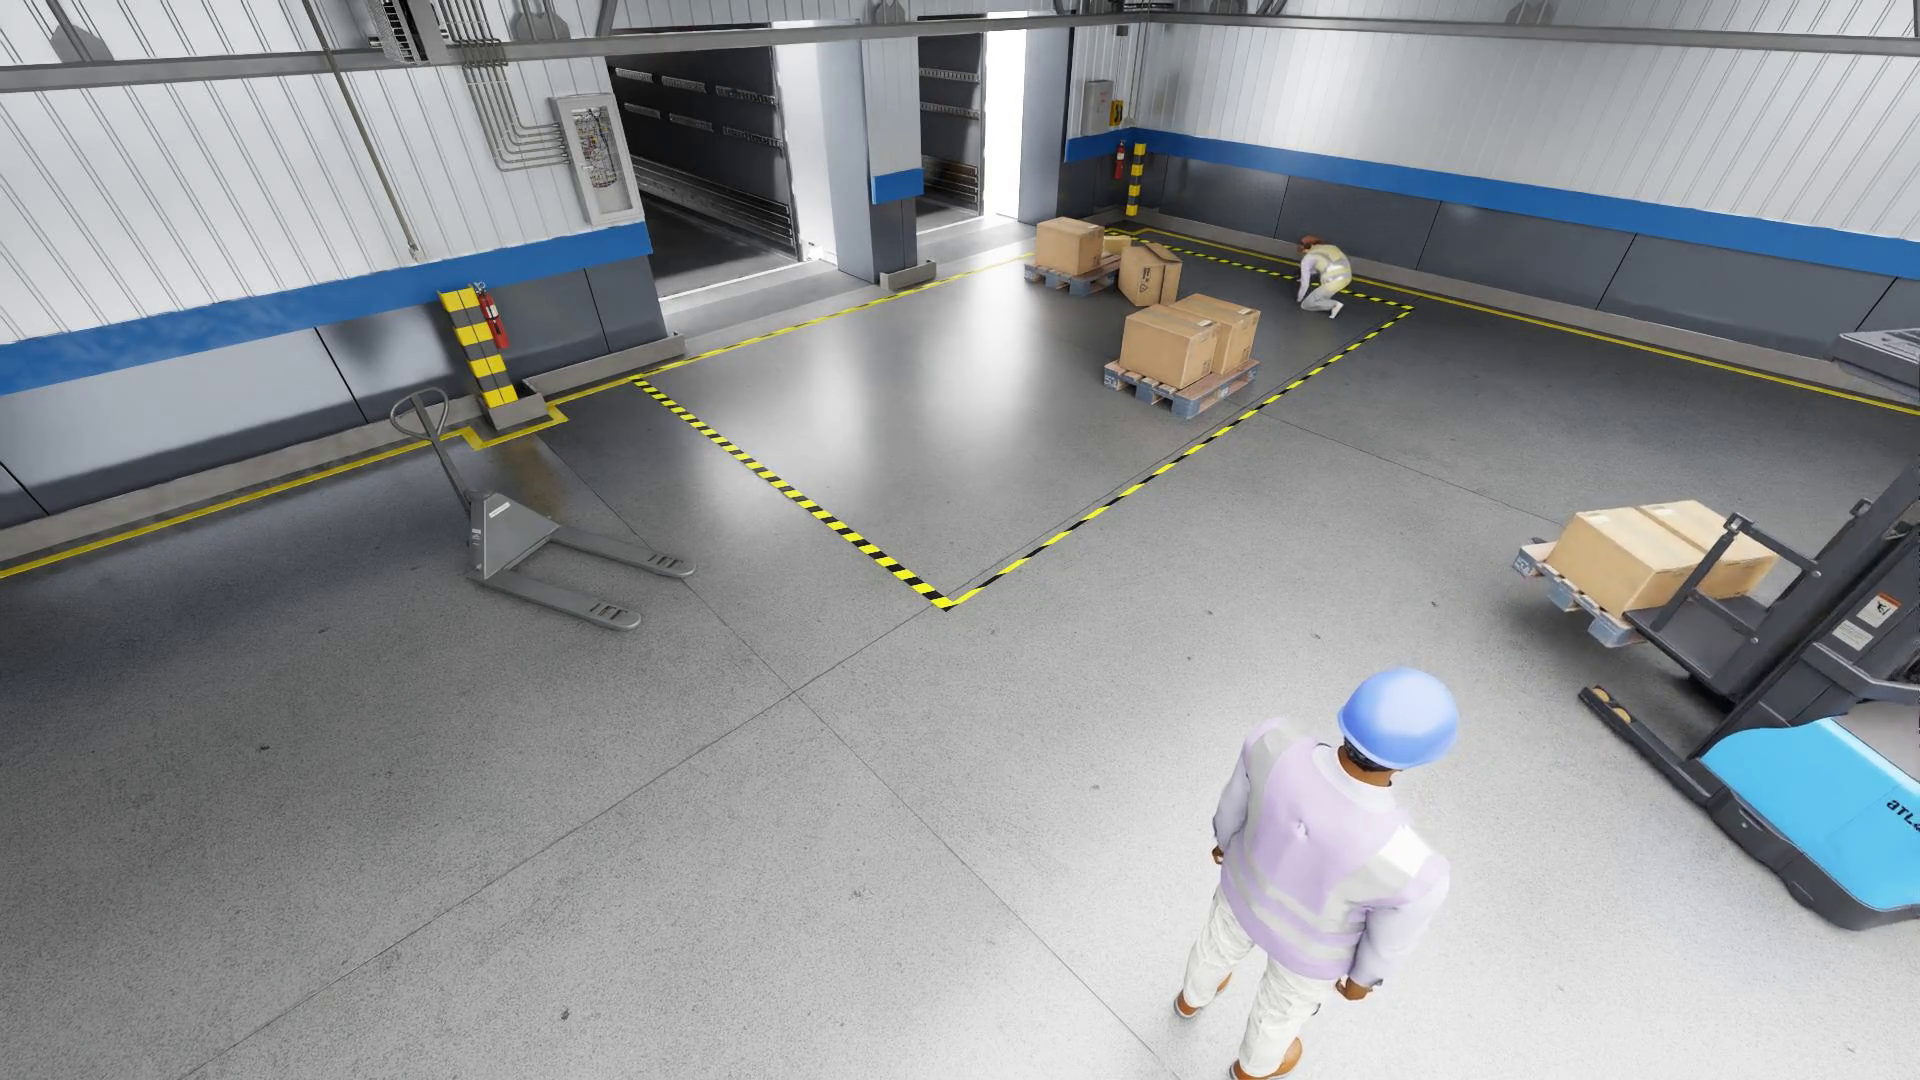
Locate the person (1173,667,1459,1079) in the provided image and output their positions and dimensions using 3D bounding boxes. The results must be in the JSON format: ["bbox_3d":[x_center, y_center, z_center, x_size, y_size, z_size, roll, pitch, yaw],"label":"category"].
[{"bbox_3d":[1.026,1.107,2.260,0.400,1.948,0.603,-19,42,-23],"label":"person"}]

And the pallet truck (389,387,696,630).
[{"bbox_3d":[-2.613,-0.247,4.593,1.601,1.201,0.680,14,40,17],"label":"pallet truck"}]

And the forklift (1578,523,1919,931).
[{"bbox_3d":[3.963,0.578,2.870,0.716,2.013,0.776,-6,38,-7],"label":"forklift"}]

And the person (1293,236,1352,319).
[{"bbox_3d":[4.356,-3.125,8.737,0.523,0.792,0.902,-14,40,-18],"label":"person"}]
